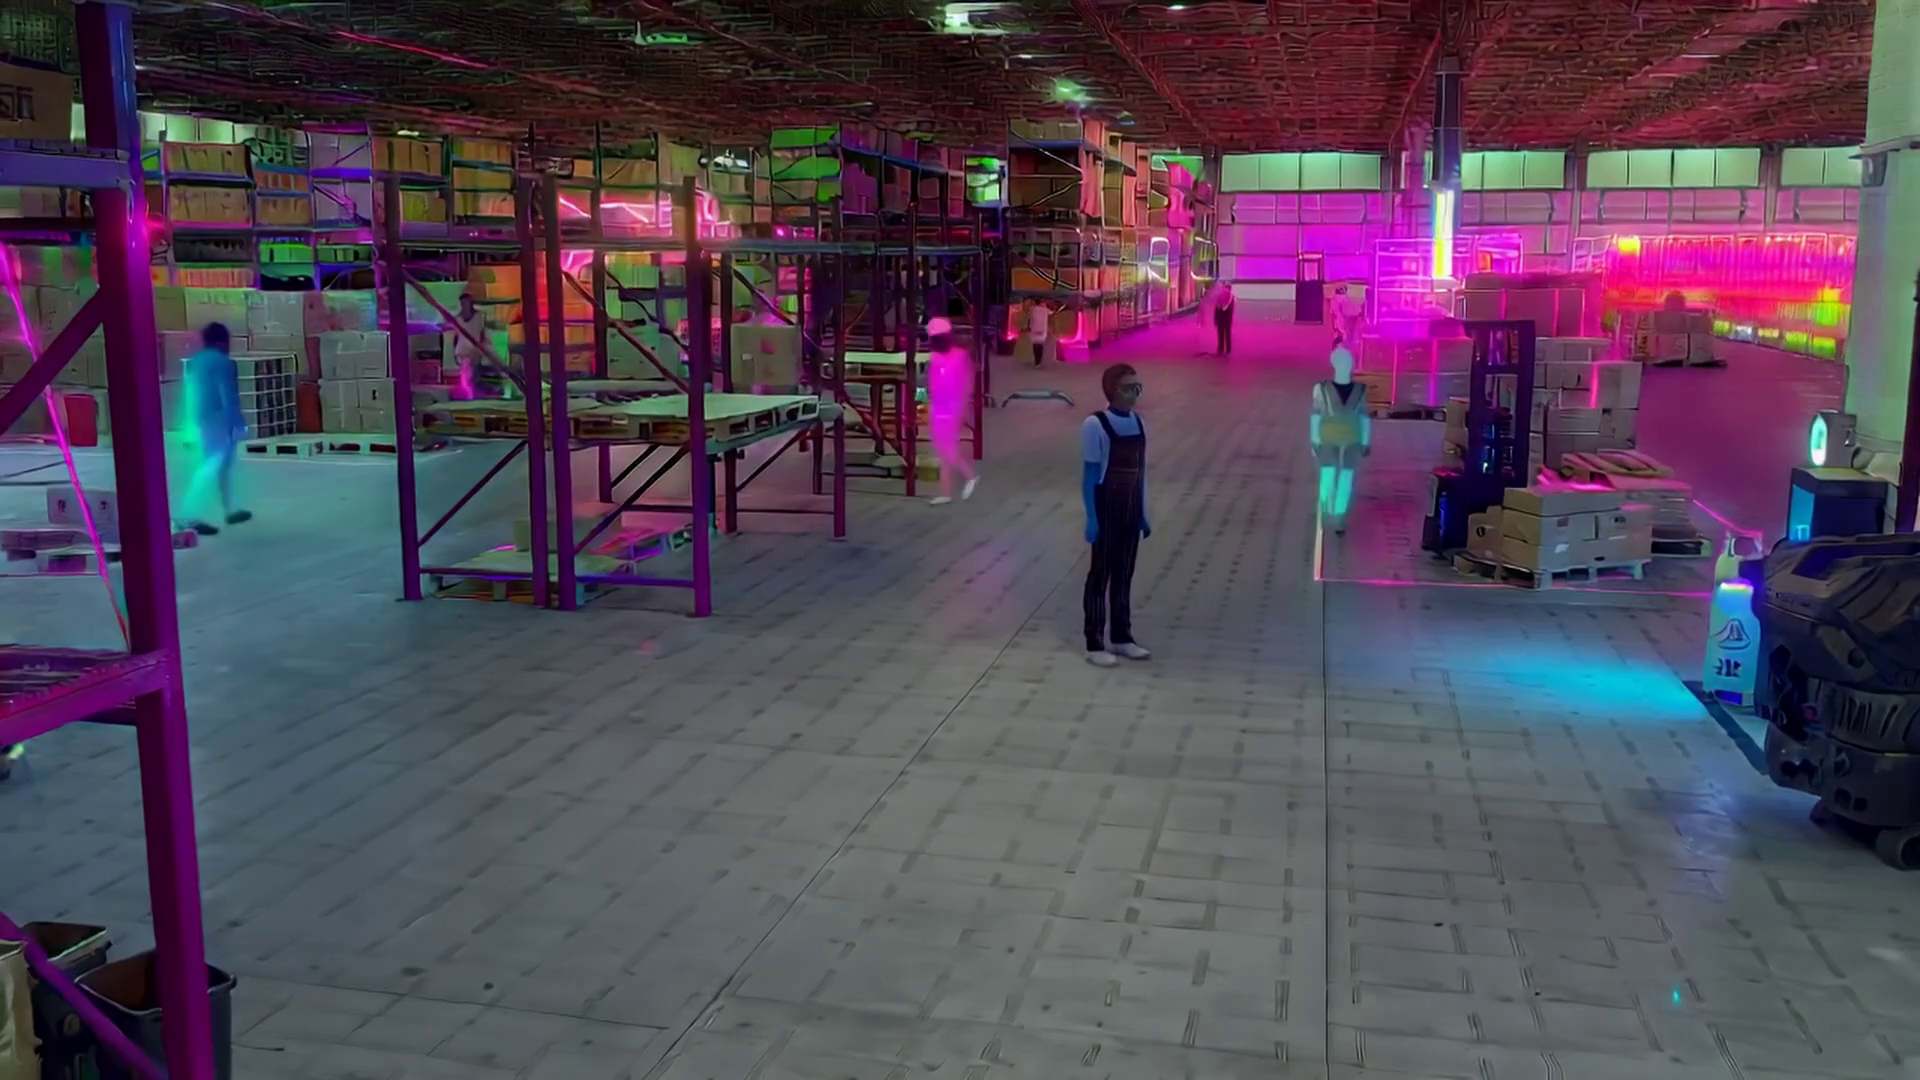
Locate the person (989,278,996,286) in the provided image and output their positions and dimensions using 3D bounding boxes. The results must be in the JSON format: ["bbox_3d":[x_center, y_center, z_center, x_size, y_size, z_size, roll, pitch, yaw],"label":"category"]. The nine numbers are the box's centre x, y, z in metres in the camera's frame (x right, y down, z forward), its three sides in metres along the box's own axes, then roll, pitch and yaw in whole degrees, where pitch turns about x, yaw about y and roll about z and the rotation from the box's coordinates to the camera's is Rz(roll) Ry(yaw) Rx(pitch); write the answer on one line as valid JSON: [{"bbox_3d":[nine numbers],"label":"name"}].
[{"bbox_3d":[1.032,-7.340,52.677,0.411,1.881,0.759,0,10,3],"label":"person"}]

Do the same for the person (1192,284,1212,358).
[{"bbox_3d":[6.107,-5.501,41.855,0.562,1.836,0.529,8,13,40],"label":"person"}]

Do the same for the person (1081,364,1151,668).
[{"bbox_3d":[0.961,-0.151,10.161,0.506,1.847,0.345,-8,13,-41],"label":"person"}]

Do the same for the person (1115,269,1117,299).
[{"bbox_3d":[8.575,-13.766,90.505,0.633,1.934,0.506,0,10,-1],"label":"person"}]

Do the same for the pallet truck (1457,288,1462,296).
[{"bbox_3d":[20.506,-9.785,68.819,0.653,1.274,1.630,2,10,12],"label":"pallet truck"}]

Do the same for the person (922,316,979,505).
[{"bbox_3d":[-0.124,-1.300,16.801,0.458,1.900,0.611,-8,13,-40],"label":"person"}]

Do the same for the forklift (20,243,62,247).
[{"bbox_3d":[-20.680,-5.312,37.663,1.873,2.768,1.129,2,10,12],"label":"forklift"}]

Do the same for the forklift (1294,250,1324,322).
[{"bbox_3d":[13.778,-10.002,65.433,1.129,2.768,1.873,2,10,12],"label":"forklift"}]

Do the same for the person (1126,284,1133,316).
[{"bbox_3d":[6.247,-8.447,60.068,0.777,1.605,0.506,0,10,1],"label":"person"}]

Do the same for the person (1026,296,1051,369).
[{"bbox_3d":[1.762,-4.715,37.738,0.549,1.642,0.858,-4,10,-21],"label":"person"}]

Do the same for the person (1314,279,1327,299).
[{"bbox_3d":[15.406,-10.490,71.296,0.645,1.882,1.046,6,11,30],"label":"person"}]

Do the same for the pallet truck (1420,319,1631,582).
[{"bbox_3d":[4.543,-0.757,13.299,0.823,1.965,1.885,-4,10,-22],"label":"pallet truck"}]

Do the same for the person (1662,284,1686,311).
[{"bbox_3d":[19.896,-6.240,46.408,0.607,1.788,0.915,2,10,11],"label":"person"}]

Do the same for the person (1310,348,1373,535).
[{"bbox_3d":[3.422,-0.871,14.879,0.552,1.677,0.565,0,10,1],"label":"person"}]

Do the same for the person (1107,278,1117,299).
[{"bbox_3d":[7.617,-12.507,83.384,0.641,1.824,0.564,-1,10,-7],"label":"person"}]

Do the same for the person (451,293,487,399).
[{"bbox_3d":[-8.041,-3.077,27.267,0.590,1.920,0.391,1,10,7],"label":"person"}]

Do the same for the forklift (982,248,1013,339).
[{"bbox_3d":[1.147,-7.595,51.179,1.129,2.768,1.873,2,10,12],"label":"forklift"}]

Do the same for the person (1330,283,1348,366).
[{"bbox_3d":[8.739,-4.945,38.283,0.359,1.936,0.544,-4,10,-21],"label":"person"}]

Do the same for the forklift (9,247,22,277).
[{"bbox_3d":[-26.920,-7.090,48.189,1.129,2.768,1.873,2,10,12],"label":"forklift"}]

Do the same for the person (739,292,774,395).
[{"bbox_3d":[-3.330,-3.114,27.405,0.626,1.952,0.417,1,10,6],"label":"person"}]

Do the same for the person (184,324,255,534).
[{"bbox_3d":[-6.844,-1.017,15.229,0.646,1.891,0.850,8,13,41],"label":"person"}]

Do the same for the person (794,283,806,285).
[{"bbox_3d":[-7.477,-11.626,77.892,0.566,1.916,0.441,0,10,-2],"label":"person"}]

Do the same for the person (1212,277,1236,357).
[{"bbox_3d":[6.689,-5.695,42.415,0.537,2.000,0.689,9,13,42],"label":"person"}]
